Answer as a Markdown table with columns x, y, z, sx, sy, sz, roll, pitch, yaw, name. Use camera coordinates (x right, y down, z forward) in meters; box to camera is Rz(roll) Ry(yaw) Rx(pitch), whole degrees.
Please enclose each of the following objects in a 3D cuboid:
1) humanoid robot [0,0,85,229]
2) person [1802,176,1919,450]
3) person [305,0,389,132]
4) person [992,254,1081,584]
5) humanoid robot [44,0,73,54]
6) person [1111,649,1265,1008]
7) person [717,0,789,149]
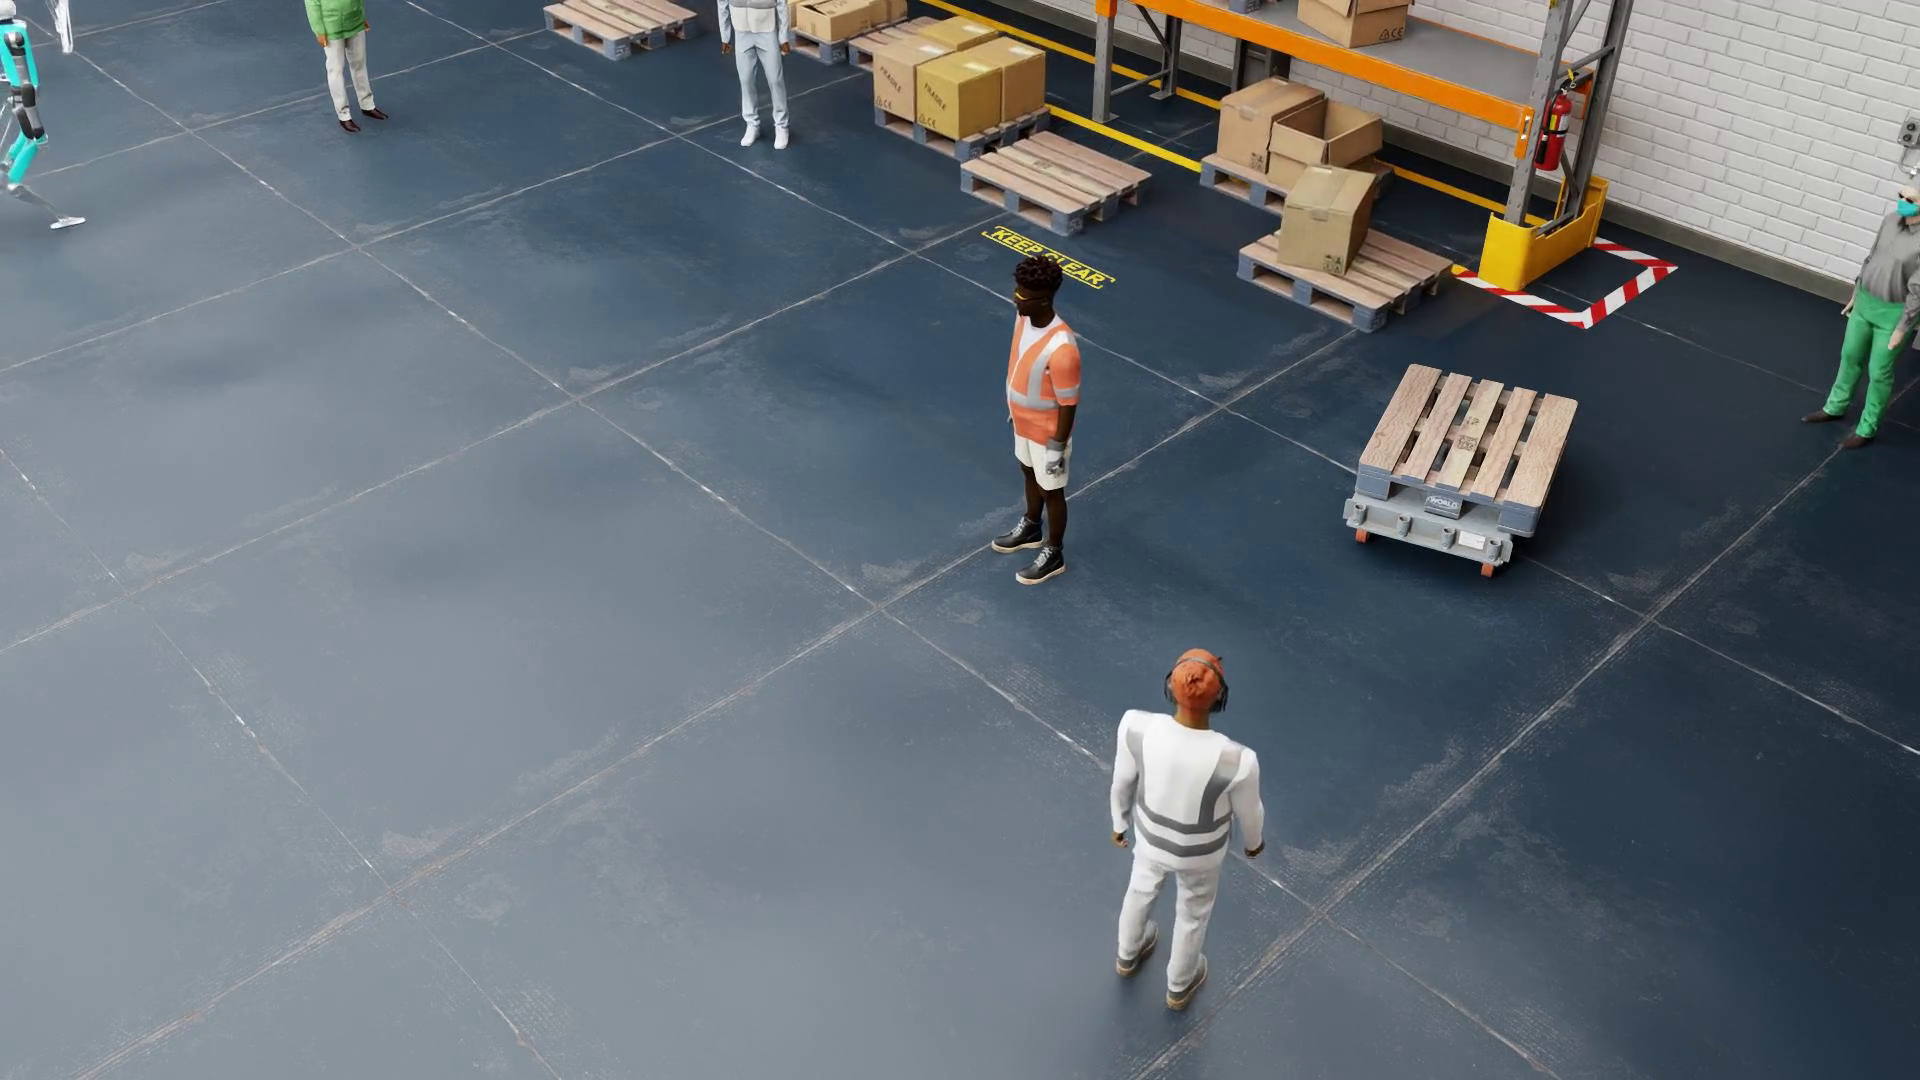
| x | y | z | sx | sy | sz | roll | pitch | yaw | name |
| --- | --- | --- | --- | --- | --- | --- | --- | --- | --- |
| -7.215 | -3.065 | 12.418 | 0.889 | 1.813 | 0.561 | -20 | 42 | -25 | humanoid robot |
| 5.622 | -1.414 | 10.111 | 0.343 | 1.835 | 0.514 | -10 | 38 | -12 | person |
| -5.245 | -4.376 | 14.070 | 0.384 | 1.782 | 0.552 | 21 | 42 | 25 | person |
| 0.428 | -0.644 | 8.980 | 0.373 | 1.965 | 0.606 | -13 | 39 | -16 | person |
| -8.686 | -5.559 | 15.679 | 0.540 | 1.765 | 0.964 | -12 | 39 | -15 | humanoid robot |
| 0.900 | 1.174 | 6.649 | 0.596 | 1.880 | 0.428 | 20 | 41 | 24 | person |
| -1.692 | -4.187 | 13.722 | 0.594 | 1.907 | 0.407 | 5 | 37 | 6 | person |
